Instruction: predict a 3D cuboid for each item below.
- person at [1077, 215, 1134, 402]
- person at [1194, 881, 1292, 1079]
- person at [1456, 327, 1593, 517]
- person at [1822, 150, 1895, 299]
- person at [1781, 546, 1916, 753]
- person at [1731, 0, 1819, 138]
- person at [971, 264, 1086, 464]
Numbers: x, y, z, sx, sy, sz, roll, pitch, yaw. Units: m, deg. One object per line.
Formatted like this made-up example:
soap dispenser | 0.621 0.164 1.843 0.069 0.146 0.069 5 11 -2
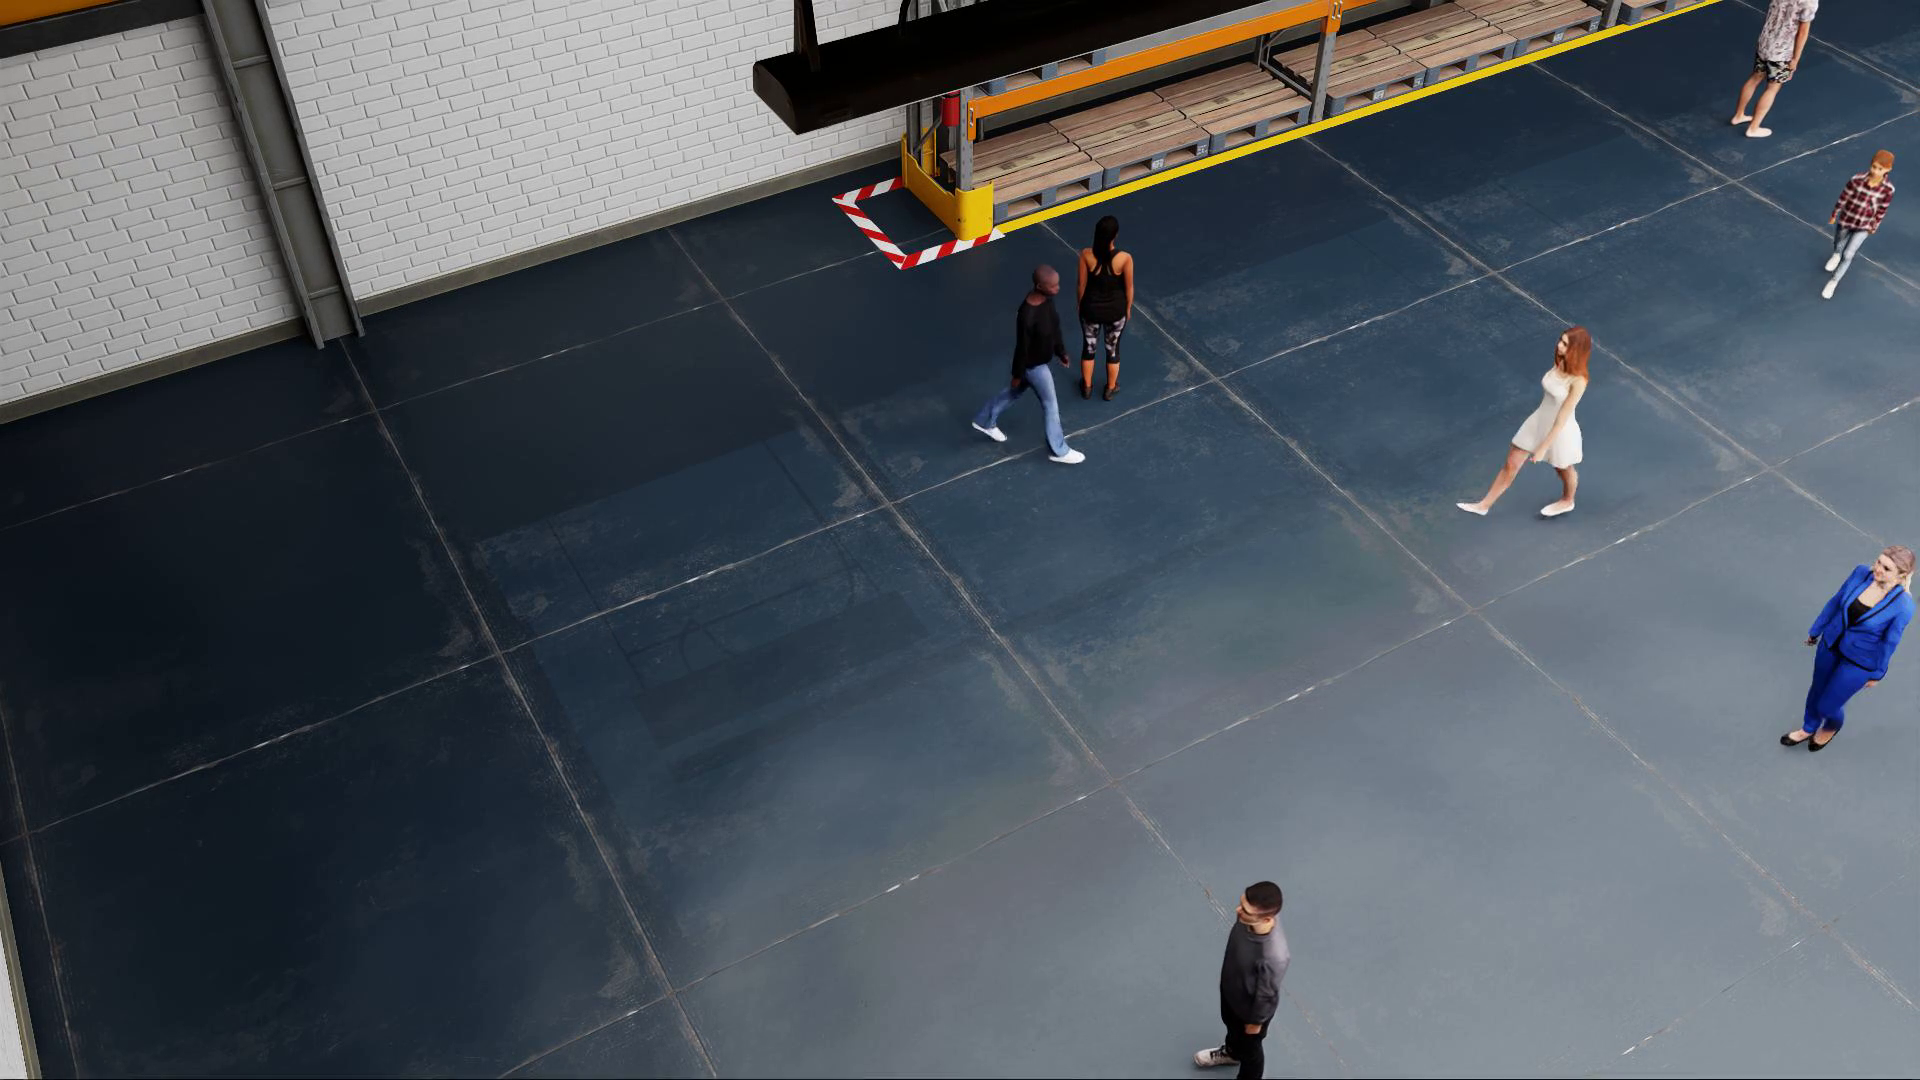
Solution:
person | 1.098 -1.781 12.740 0.635 1.661 0.712 7 44 7
person | 1.467 2.280 8.405 0.627 1.761 0.667 -9 44 -10
person | 4.245 -0.764 11.672 1.194 1.661 0.825 -8 44 -8
person | 7.563 -2.724 14.000 0.762 1.288 0.979 29 51 27
person | 5.491 0.672 10.146 0.650 1.688 0.677 -15 46 -16
person | 7.710 -4.677 15.671 0.623 1.811 0.702 -15 46 -15
person | 0.452 -1.324 12.224 1.155 1.712 1.109 11 45 11
